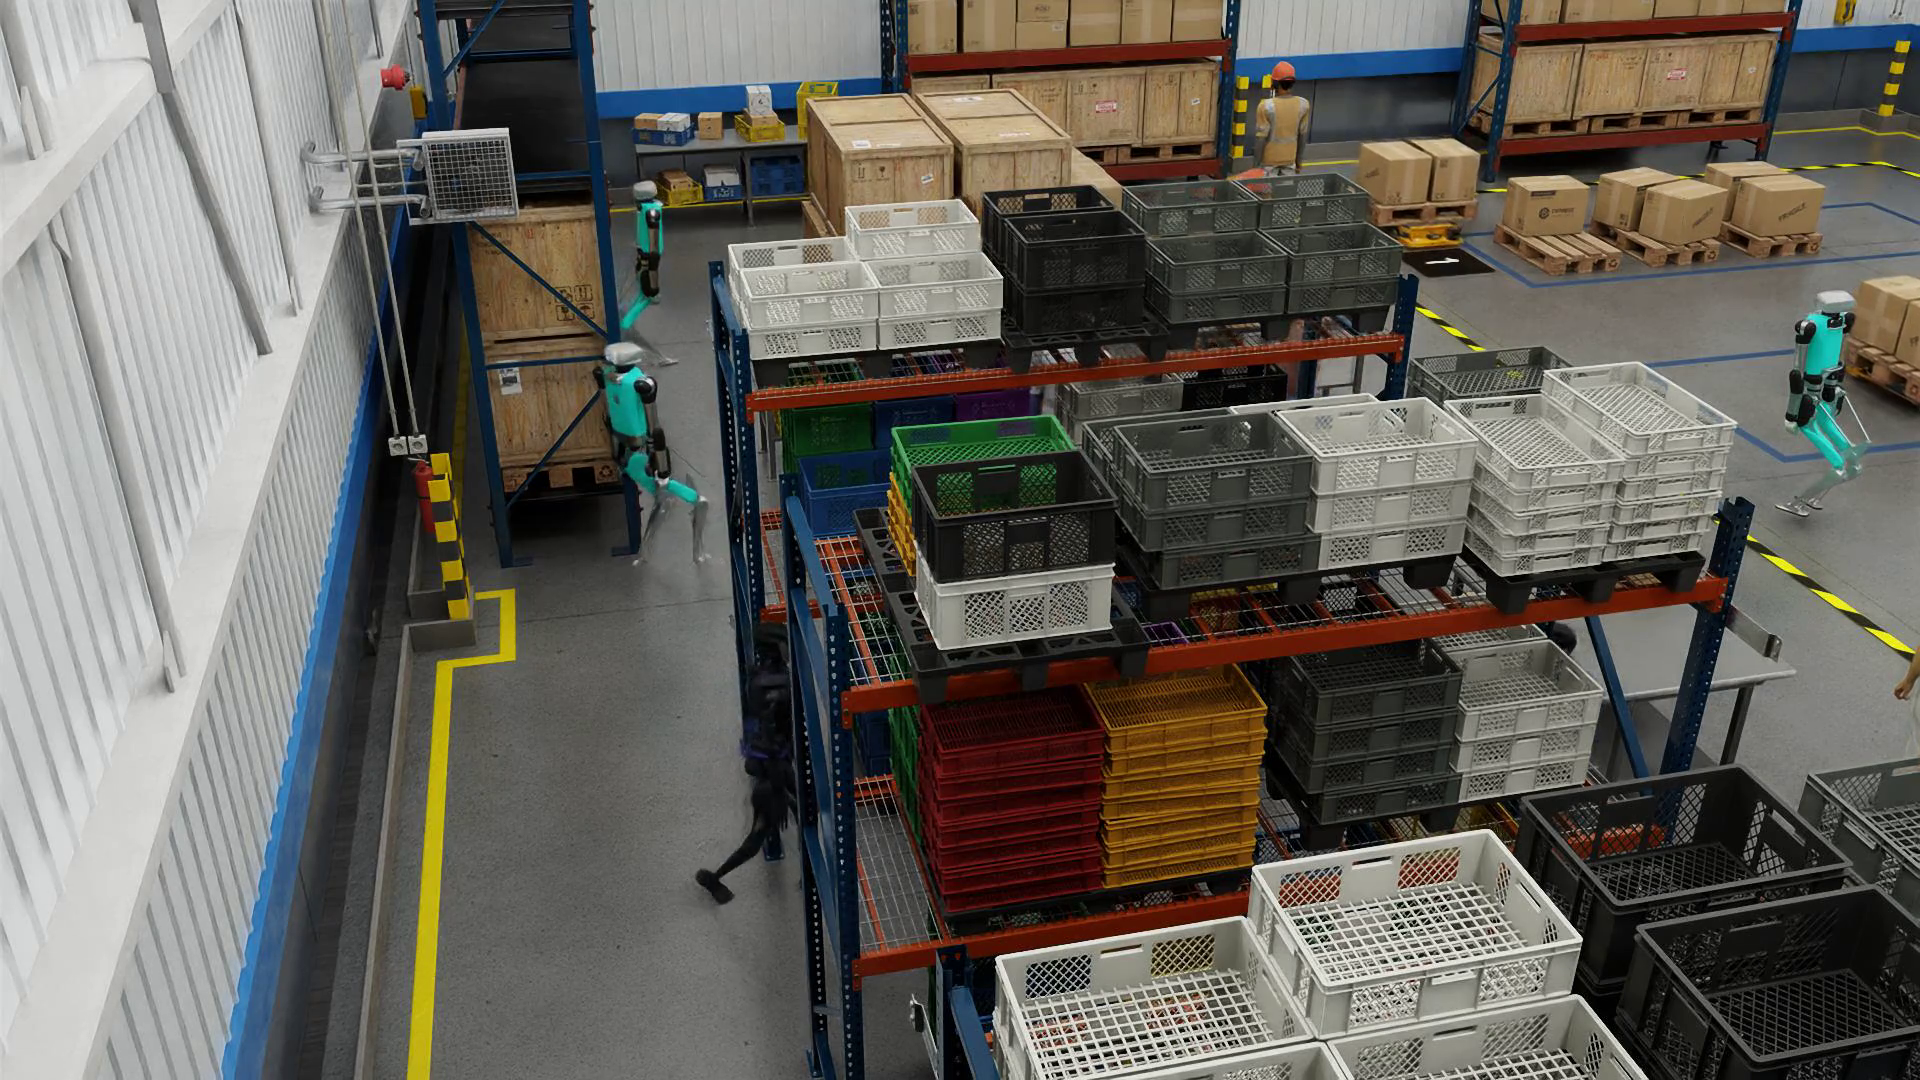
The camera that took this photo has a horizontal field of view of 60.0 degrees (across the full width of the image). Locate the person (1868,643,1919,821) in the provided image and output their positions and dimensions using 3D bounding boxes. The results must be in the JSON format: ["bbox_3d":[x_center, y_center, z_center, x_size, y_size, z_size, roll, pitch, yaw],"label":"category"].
[{"bbox_3d":[5.350,0.759,8.923,0.562,1.837,0.390,0,28,0],"label":"person"}]

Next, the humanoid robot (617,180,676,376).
[{"bbox_3d":[-2.928,-2.291,14.803,0.679,1.776,0.544,-9,29,-16],"label":"humanoid robot"}]

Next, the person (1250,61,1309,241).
[{"bbox_3d":[3.421,-4.129,17.982,0.614,2.039,0.386,-8,29,-15],"label":"person"}]

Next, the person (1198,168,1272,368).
[{"bbox_3d":[2.441,-2.321,14.677,0.633,1.914,0.556,-8,29,-15],"label":"person"}]

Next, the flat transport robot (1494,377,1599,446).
[{"bbox_3d":[4.780,-1.036,14.013,0.659,0.231,1.431,-6,28,-12],"label":"flat transport robot"}]

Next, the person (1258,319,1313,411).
[{"bbox_3d":[2.455,-1.189,12.739,0.903,1.712,0.538,-24,36,-38],"label":"person"}]

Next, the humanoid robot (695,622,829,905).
[{"bbox_3d":[-0.990,1.134,8.439,0.791,1.636,0.601,0,28,-1],"label":"humanoid robot"}]

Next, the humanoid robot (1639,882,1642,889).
[{"bbox_3d":[2.224,1.950,6.628,0.735,1.677,0.533,9,29,16],"label":"humanoid robot"}]

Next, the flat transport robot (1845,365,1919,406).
[{"bbox_3d":[8.529,-1.357,14.591,0.652,0.197,1.431,-6,28,-12],"label":"flat transport robot"}]

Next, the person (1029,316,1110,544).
[{"bbox_3d":[0.769,-0.771,11.607,0.604,2.045,0.380,11,30,19],"label":"person"}]

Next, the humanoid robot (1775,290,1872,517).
[{"bbox_3d":[6.374,-0.938,12.107,0.533,1.676,0.735,-14,31,-25],"label":"humanoid robot"}]

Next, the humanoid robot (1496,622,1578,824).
[{"bbox_3d":[2.865,1.126,8.409,0.557,1.638,0.605,11,30,20],"label":"humanoid robot"}]

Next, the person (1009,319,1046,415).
[{"bbox_3d":[0.516,-1.251,12.700,1.026,1.863,0.604,7,29,12],"label":"person"}]

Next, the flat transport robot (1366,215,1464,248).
[{"bbox_3d":[5.096,-3.637,18.916,0.652,0.197,1.431,-6,28,-12],"label":"flat transport robot"}]

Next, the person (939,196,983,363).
[{"bbox_3d":[0.091,-2.074,14.310,0.623,1.824,0.642,-15,31,-26],"label":"person"}]

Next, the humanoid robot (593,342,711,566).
[{"bbox_3d":[-2.082,-0.600,11.654,0.530,1.801,0.799,19,33,32],"label":"humanoid robot"}]
